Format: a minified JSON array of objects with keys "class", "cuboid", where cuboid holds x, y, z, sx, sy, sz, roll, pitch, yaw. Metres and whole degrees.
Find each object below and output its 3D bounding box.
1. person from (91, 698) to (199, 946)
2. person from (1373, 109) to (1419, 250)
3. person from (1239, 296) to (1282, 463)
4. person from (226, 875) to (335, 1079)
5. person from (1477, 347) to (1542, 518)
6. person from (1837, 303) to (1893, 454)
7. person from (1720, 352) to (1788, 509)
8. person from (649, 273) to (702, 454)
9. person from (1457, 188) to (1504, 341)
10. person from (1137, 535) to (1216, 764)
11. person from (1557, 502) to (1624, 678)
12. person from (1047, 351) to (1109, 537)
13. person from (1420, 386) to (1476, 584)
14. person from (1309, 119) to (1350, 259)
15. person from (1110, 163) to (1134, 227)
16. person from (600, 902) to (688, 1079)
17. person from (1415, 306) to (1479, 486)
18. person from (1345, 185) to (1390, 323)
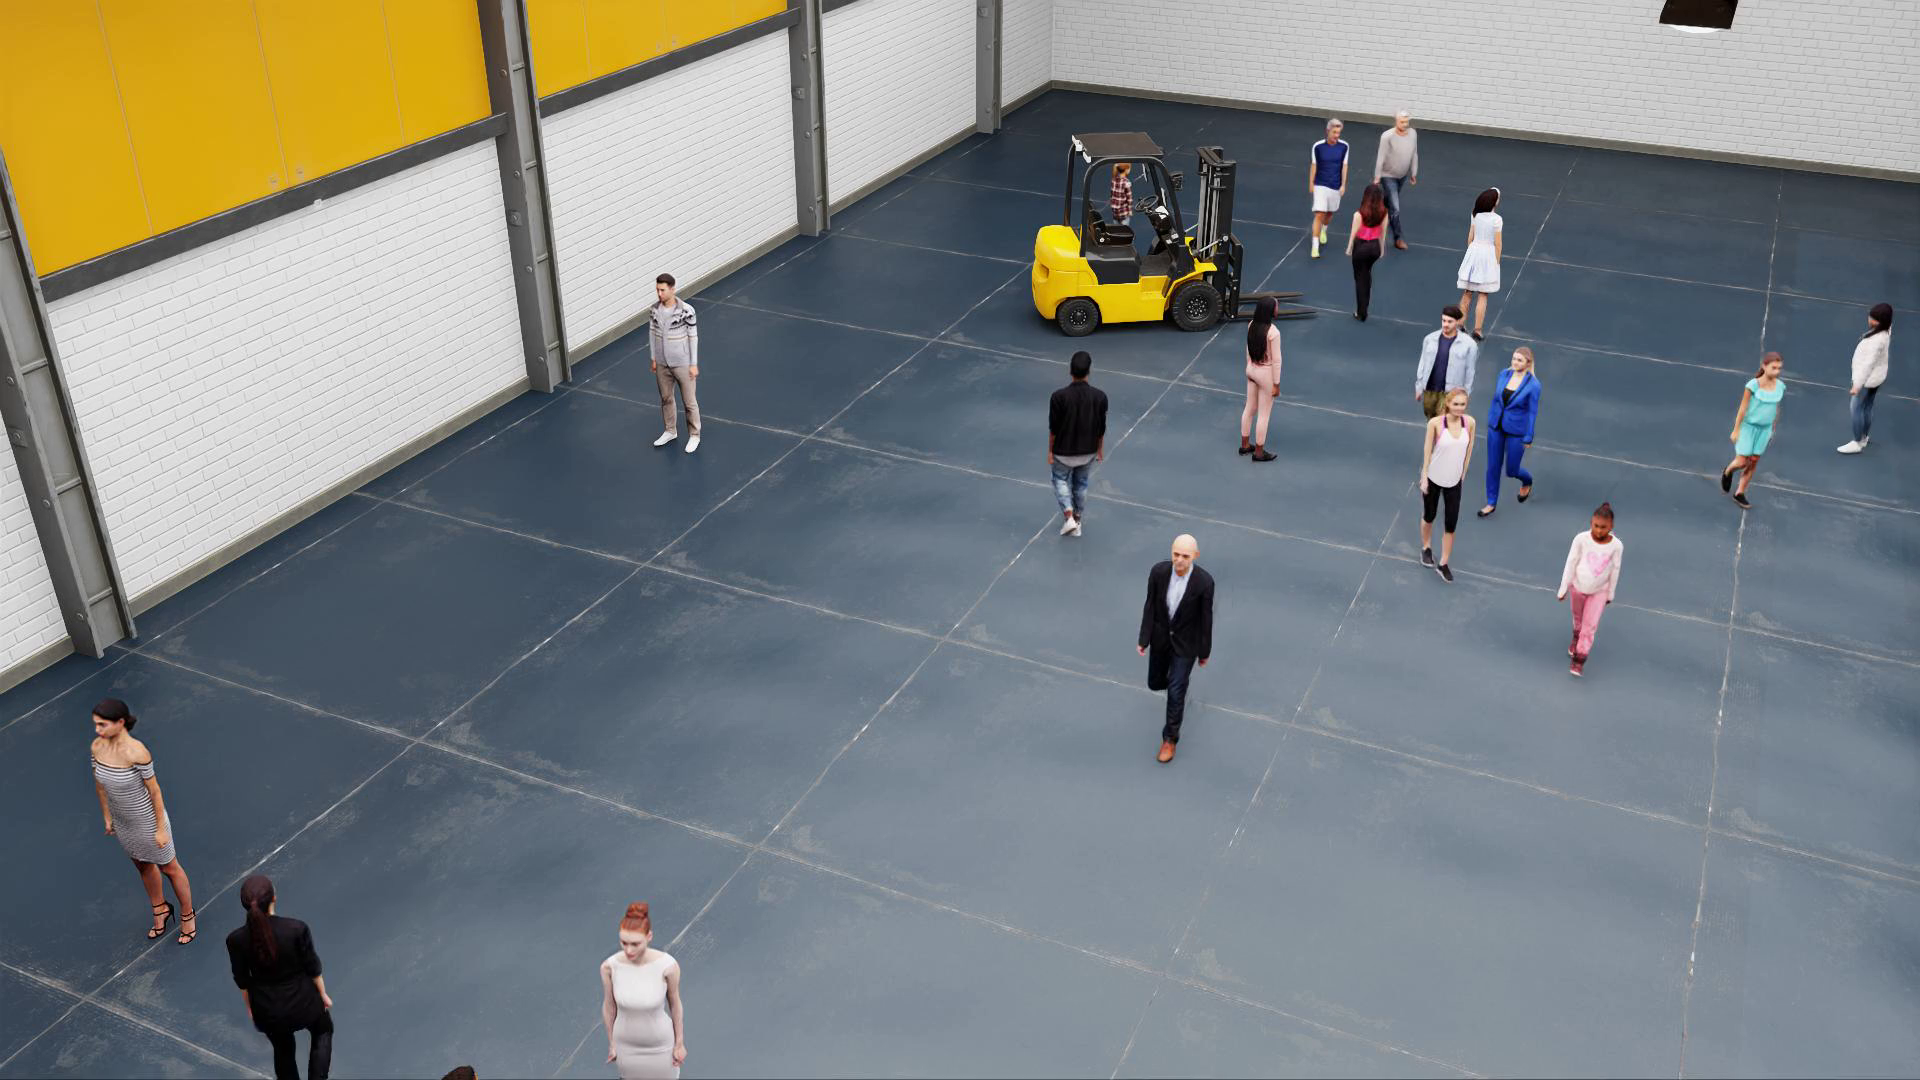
[{"class":"person","cuboid":[-5.071,1.750,10.318,0.632,1.822,0.569,8,30,15]},{"class":"person","cuboid":[5.813,-4.929,22.521,1.259,1.861,1.262,-14,32,-25]},{"class":"person","cuboid":[3.007,-1.614,16.590,0.727,1.721,0.701,-15,32,-25]},{"class":"person","cuboid":[-3.658,2.581,8.982,0.779,1.642,0.845,-4,29,-8]},{"class":"person","cuboid":[5.183,-1.021,15.539,0.953,1.687,0.831,-20,35,-32]},{"class":"person","cuboid":[9.221,-1.661,16.789,0.575,1.614,0.861,-25,37,-38]},{"class":"person","cuboid":[7.515,-1.083,15.791,0.714,1.554,0.799,-1,29,-1]},{"class":"person","cuboid":[-2.884,-1.822,16.827,0.698,1.860,0.559,11,30,18]},{"class":"person","cuboid":[6.088,-3.218,19.429,0.850,1.818,0.812,-24,37,-37]},{"class":"person","cuboid":[1.599,0.720,12.245,0.701,1.785,0.985,13,31,23]},{"class":"person","cuboid":[5.048,0.343,13.327,0.578,1.409,0.960,14,31,23]},{"class":"person","cuboid":[1.052,-0.803,15.027,0.878,1.795,0.936,-3,29,-6]},{"class":"person","cuboid":[4.217,-0.566,14.625,0.796,1.763,0.938,1,29,3]},{"class":"person","cuboid":[4.917,-4.743,22.259,0.949,1.786,1.254,1,29,2]},{"class":"person","cuboid":[2.149,-4.437,22.198,0.631,1.306,0.608,-22,36,-35]},{"class":"person","cuboid":[-1.638,2.629,8.741,0.627,1.789,0.613,0,29,1]},{"class":"person","cuboid":[4.746,-1.460,16.253,0.818,1.773,1.163,18,33,29]},{"class":"person","cuboid":[4.926,-3.428,19.996,0.767,1.645,0.827,-11,30,-19]}]
